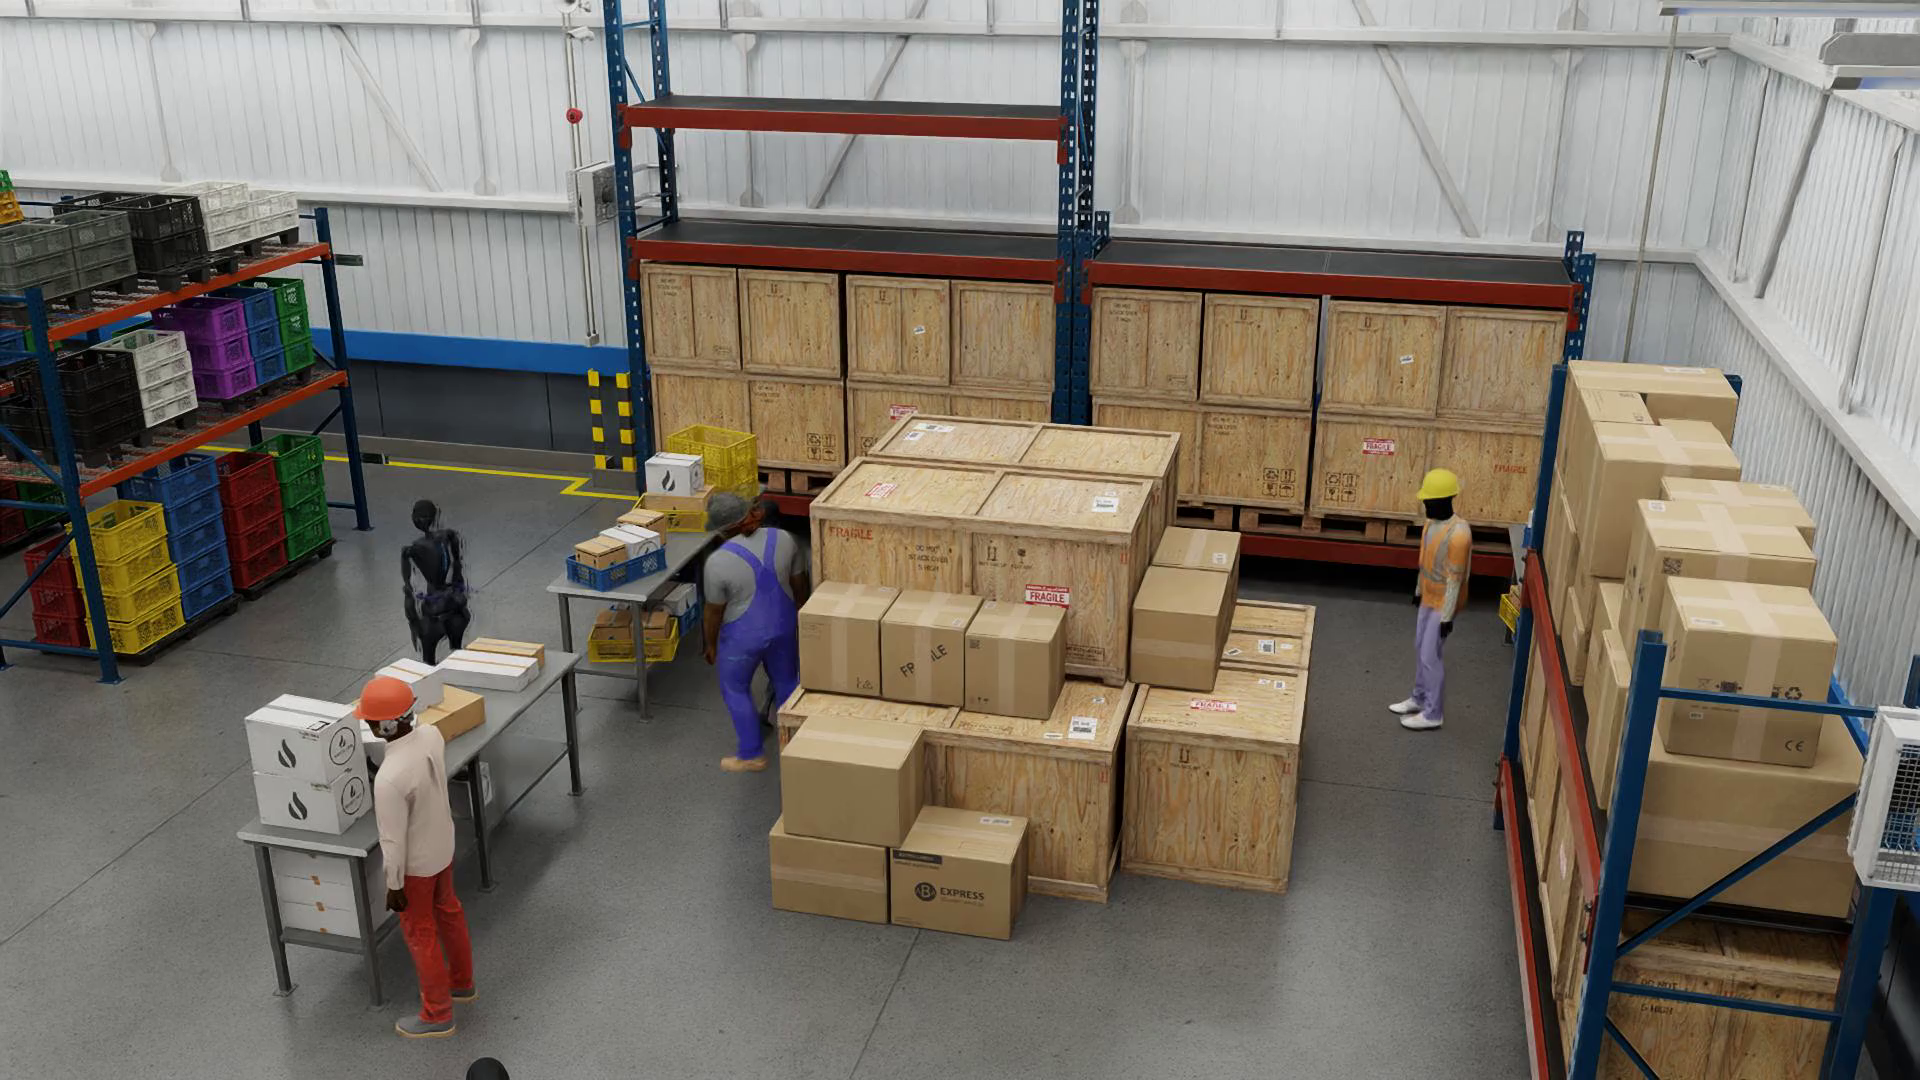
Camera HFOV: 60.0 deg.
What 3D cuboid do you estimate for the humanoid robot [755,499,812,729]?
[{"bbox_3d":[-1.359,0.507,11.798,0.526,1.632,0.724,8,22,20],"label":"humanoid robot"}]

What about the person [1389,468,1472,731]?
[{"bbox_3d":[3.333,0.412,11.667,0.407,1.917,0.622,-3,21,-7],"label":"person"}]

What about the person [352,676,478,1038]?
[{"bbox_3d":[-2.777,1.599,8.467,0.403,1.987,0.618,3,21,8],"label":"person"}]

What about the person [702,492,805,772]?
[{"bbox_3d":[-1.365,0.572,11.071,0.755,2.000,0.558,-14,25,-33],"label":"person"}]

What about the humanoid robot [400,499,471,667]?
[{"bbox_3d":[-3.632,0.503,11.773,0.531,1.642,0.586,14,25,32],"label":"humanoid robot"}]

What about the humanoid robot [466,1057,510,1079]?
[{"bbox_3d":[-1.672,2.624,6.199,0.581,1.651,0.321,-13,24,-30],"label":"humanoid robot"}]
